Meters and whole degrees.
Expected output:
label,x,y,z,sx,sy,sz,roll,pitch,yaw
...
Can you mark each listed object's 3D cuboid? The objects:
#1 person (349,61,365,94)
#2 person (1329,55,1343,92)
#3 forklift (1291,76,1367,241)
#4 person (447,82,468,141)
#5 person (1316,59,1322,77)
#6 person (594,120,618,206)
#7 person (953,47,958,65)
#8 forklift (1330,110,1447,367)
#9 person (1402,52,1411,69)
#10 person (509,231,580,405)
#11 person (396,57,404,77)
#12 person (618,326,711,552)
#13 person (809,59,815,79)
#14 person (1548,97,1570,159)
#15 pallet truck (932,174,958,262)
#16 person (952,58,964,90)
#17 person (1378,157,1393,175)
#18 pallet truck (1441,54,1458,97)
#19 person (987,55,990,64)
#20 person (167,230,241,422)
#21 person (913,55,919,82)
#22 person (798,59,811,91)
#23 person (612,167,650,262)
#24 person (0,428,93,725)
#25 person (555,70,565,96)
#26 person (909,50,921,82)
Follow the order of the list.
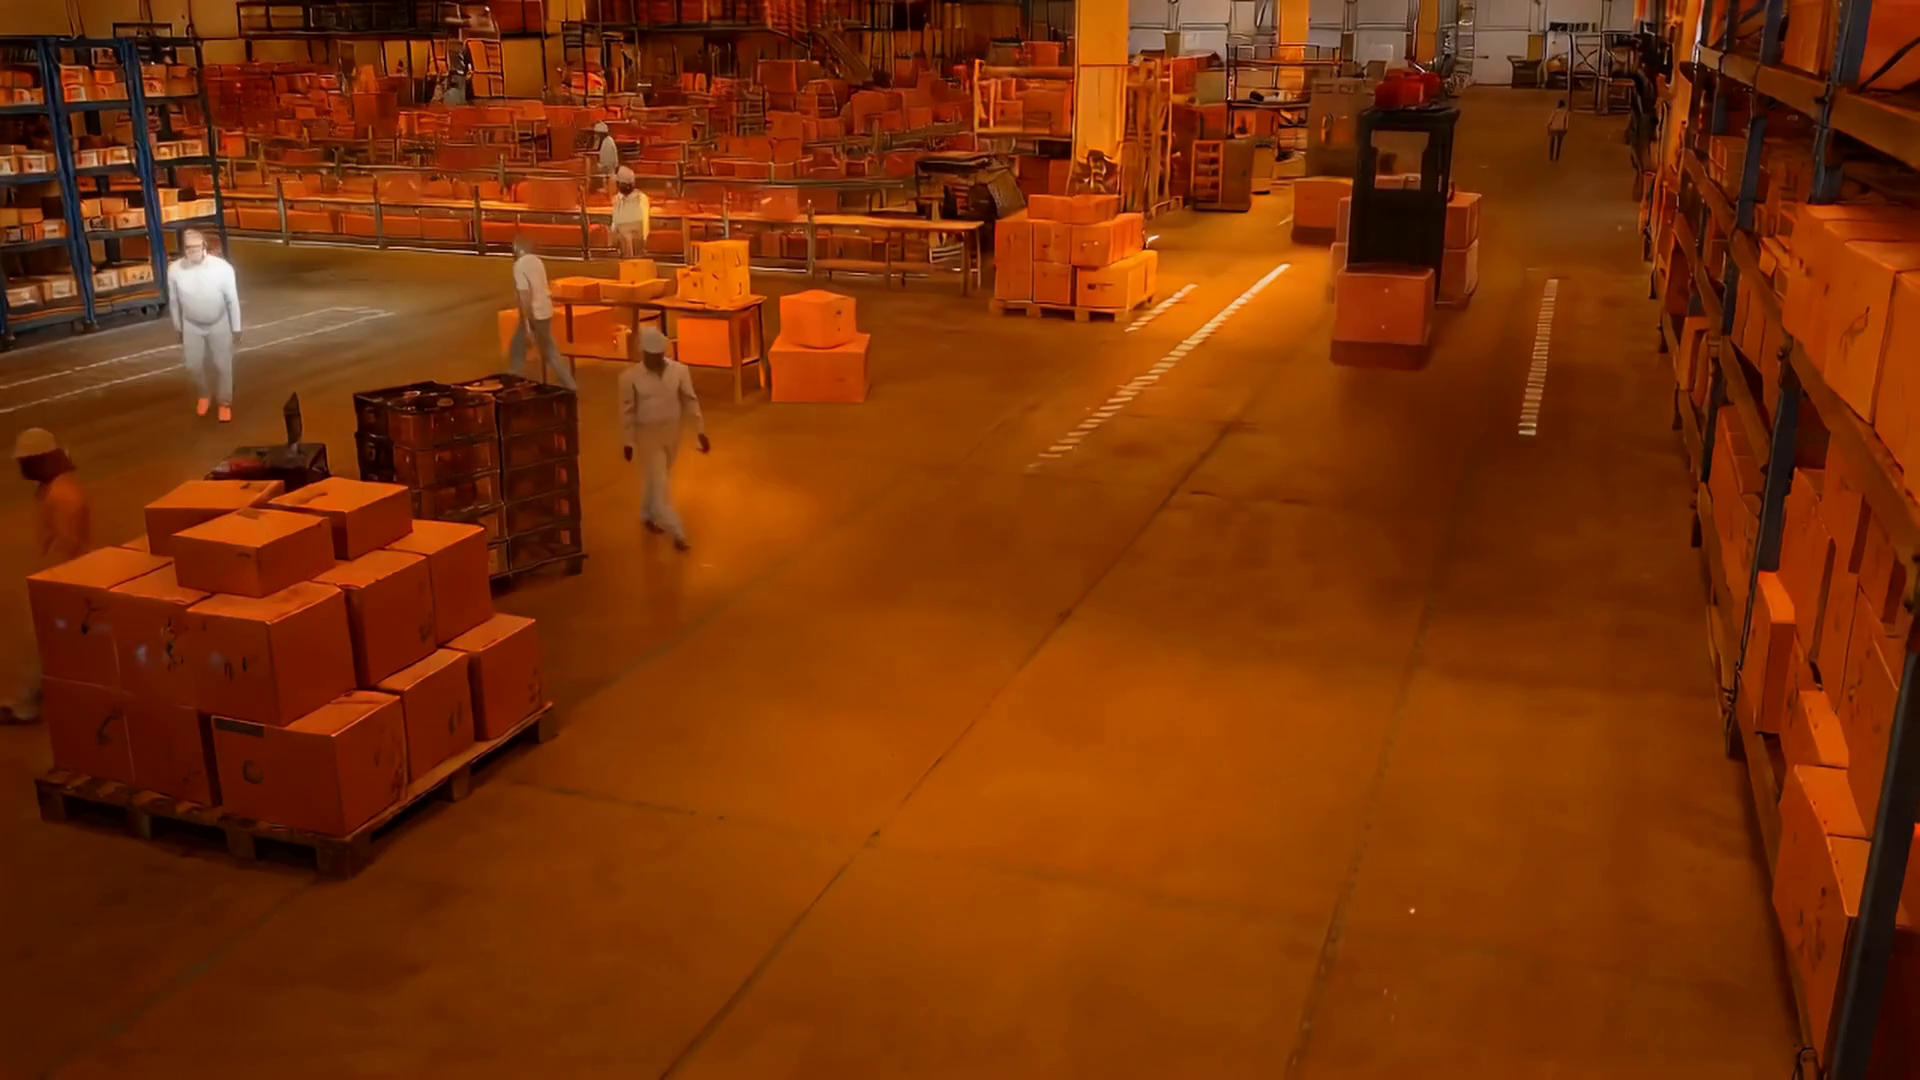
label,x,y,z,sx,sy,sz,roll,pitch,yaw
person,-25.662,-19.446,70.873,0.579,1.882,0.342,-4,18,-14
person,18.874,-23.452,83.590,0.649,1.800,0.910,-16,23,-40
forklift,6.598,-6.755,29.381,1.129,2.768,1.873,6,19,19
person,-15.560,-13.216,51.393,0.806,1.840,0.534,11,21,31
person,16.760,-21.807,78.358,0.859,1.838,0.554,1,18,2
person,-6.697,-6.963,31.549,0.404,1.945,0.615,-5,18,-16
person,-0.157,-26.359,92.417,0.608,1.995,0.377,10,20,28
forklift,5.035,-3.547,19.300,1.129,2.768,1.873,6,19,19
person,22.148,-23.186,82.484,0.741,1.964,0.649,16,24,41
person,-4.377,-2.254,17.018,0.937,1.785,0.596,4,18,13
person,-25.590,-21.143,76.153,0.408,1.918,0.623,-6,19,-19
person,-2.242,-0.781,12.528,0.570,1.694,0.928,-15,23,-40
person,-6.376,-19.728,71.672,0.377,1.938,0.547,5,18,14
person,16.312,-11.218,45.358,0.540,1.679,0.625,6,19,19
pallet truck,-0.507,-5.292,27.348,0.653,1.274,1.630,6,19,19
person,-0.076,-20.428,73.910,0.653,1.915,0.439,8,20,25
person,7.009,-5.431,27.227,0.901,1.649,0.540,6,18,17
pallet truck,22.765,-21.886,78.355,0.823,1.965,1.885,-4,18,-14
person,1.222,-20.960,75.432,0.835,2.017,0.607,-3,18,-9
person,-7.394,-2.092,16.331,0.643,1.895,0.414,-5,18,-15
person,-2.439,-27.079,95.110,0.852,1.726,0.545,-6,19,-17
person,-6.531,-18.969,69.122,0.745,2.000,0.693,12,22,34
person,-4.642,-4.305,23.382,0.601,1.831,0.404,9,20,27
person,-5.160,0.191,9.494,0.893,1.685,0.501,-10,20,-28
person,-15.302,-17.105,63.730,0.406,1.754,0.531,11,21,31
person,-2.468,-26.802,94.133,0.942,1.804,0.633,-3,18,-10
